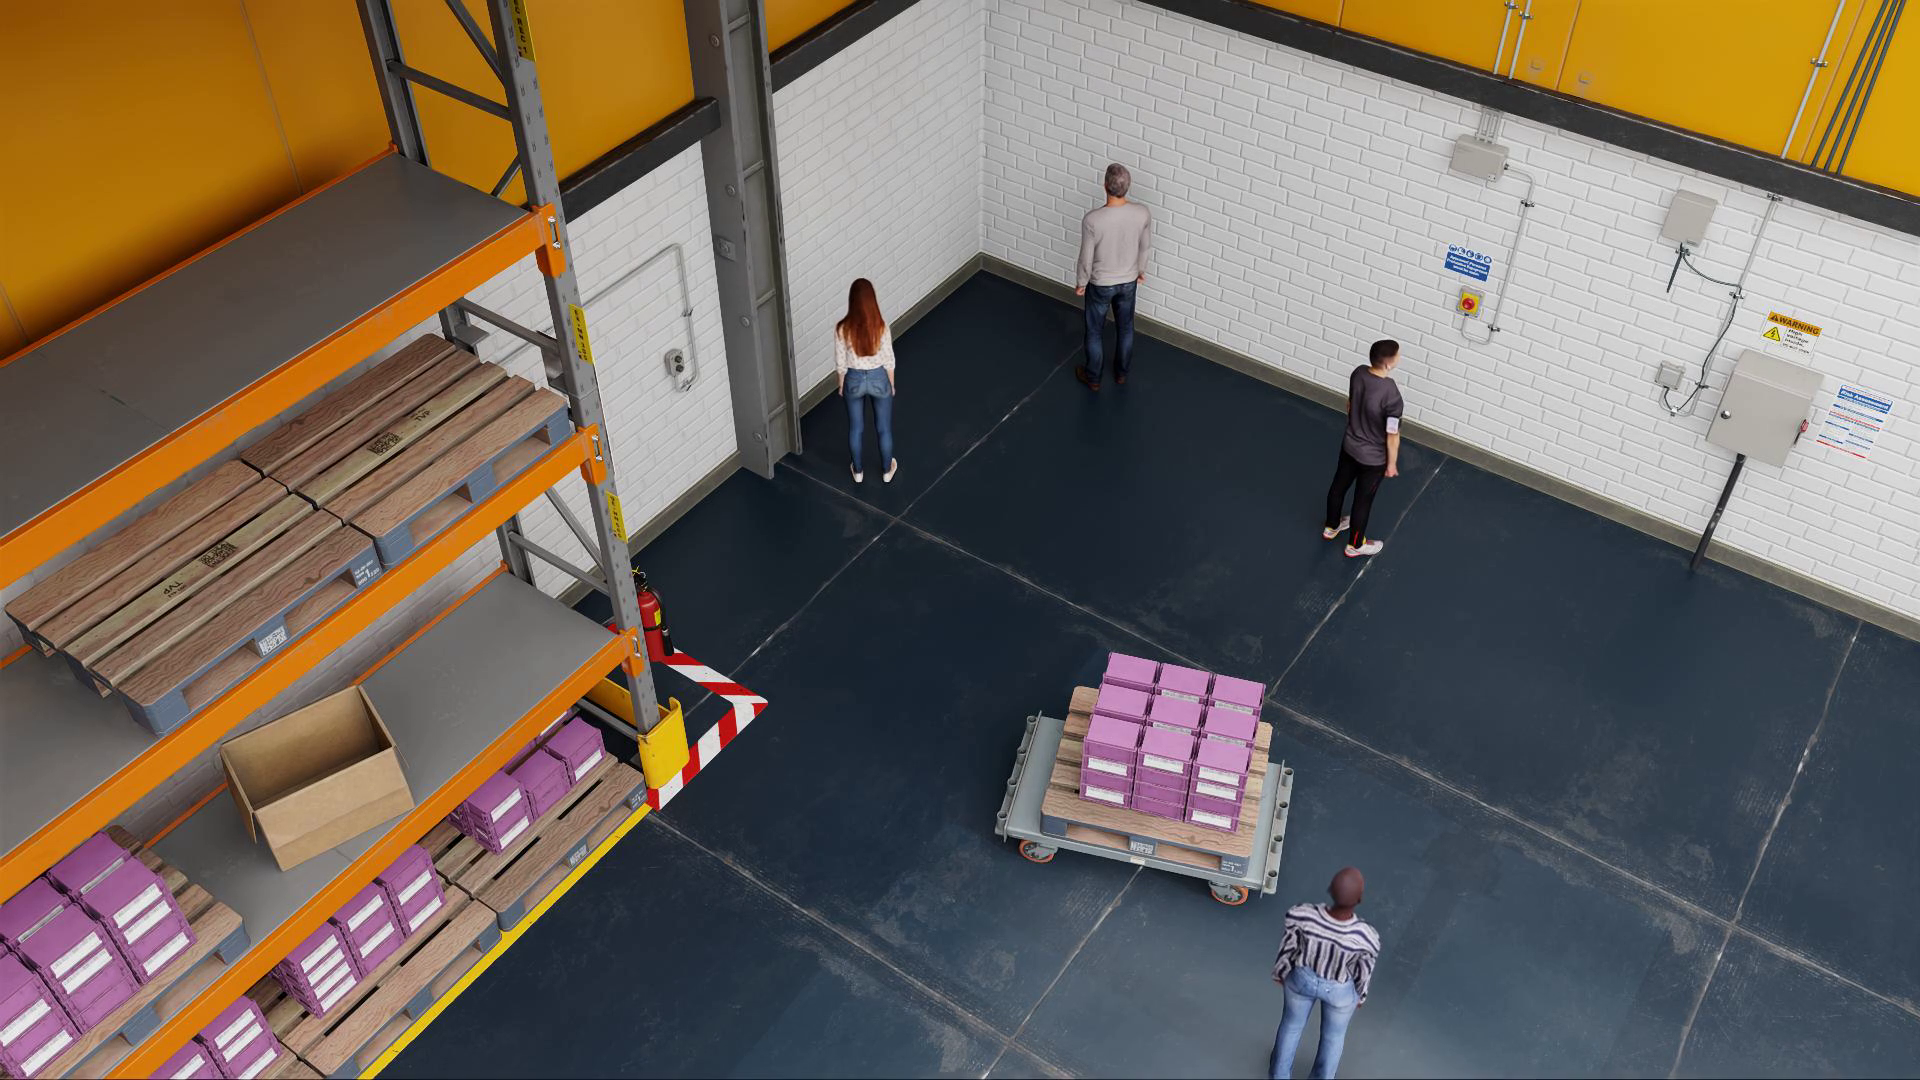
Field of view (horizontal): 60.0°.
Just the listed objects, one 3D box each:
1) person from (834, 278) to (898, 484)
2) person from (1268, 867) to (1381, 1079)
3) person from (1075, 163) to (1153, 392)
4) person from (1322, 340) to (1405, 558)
[{"bbox_3d":[-0.661,-1.116,11.835,0.654,1.726,0.678,0,44,0],"label":"person"},{"bbox_3d":[1.801,2.222,8.280,0.671,1.796,0.616,14,45,14],"label":"person"},{"bbox_3d":[1.149,-1.974,12.602,0.801,1.910,0.896,-12,45,-12],"label":"person"},{"bbox_3d":[2.751,-0.630,11.296,0.694,1.764,0.710,-22,48,-22],"label":"person"}]
